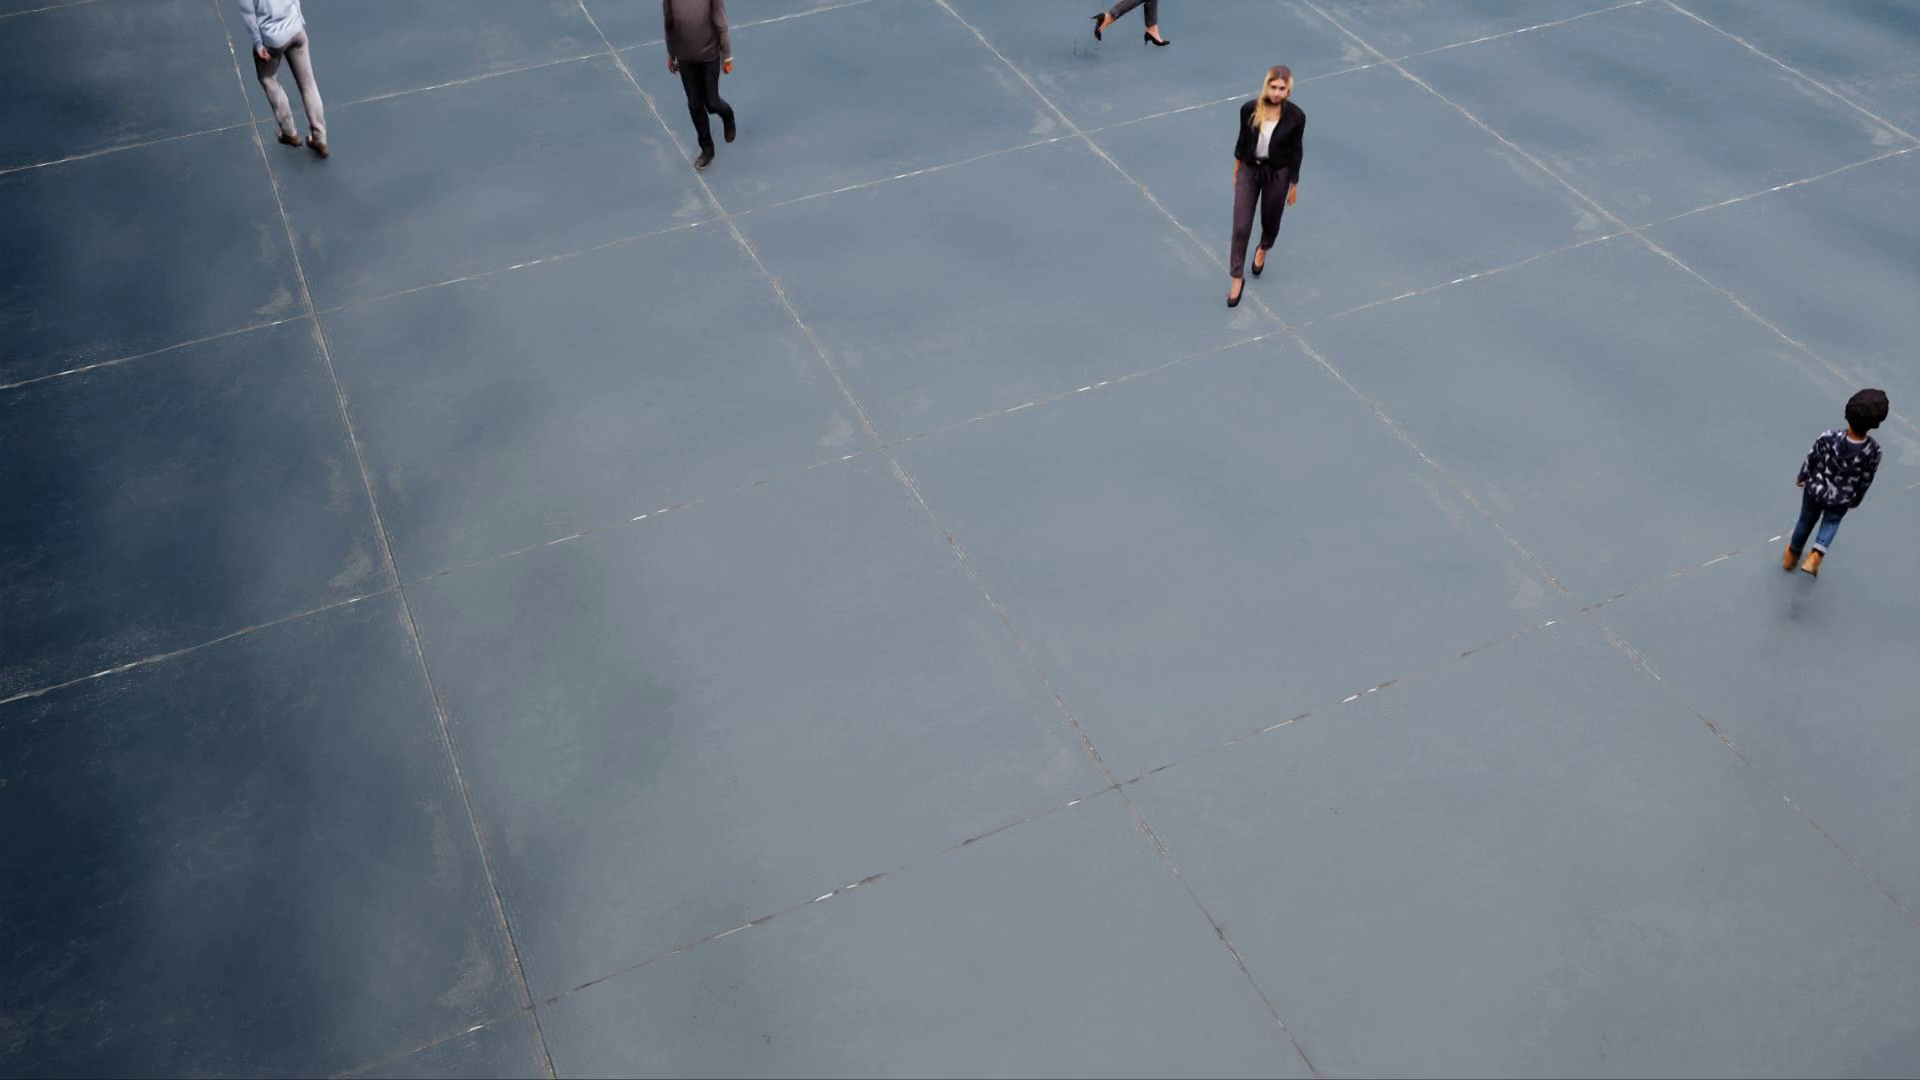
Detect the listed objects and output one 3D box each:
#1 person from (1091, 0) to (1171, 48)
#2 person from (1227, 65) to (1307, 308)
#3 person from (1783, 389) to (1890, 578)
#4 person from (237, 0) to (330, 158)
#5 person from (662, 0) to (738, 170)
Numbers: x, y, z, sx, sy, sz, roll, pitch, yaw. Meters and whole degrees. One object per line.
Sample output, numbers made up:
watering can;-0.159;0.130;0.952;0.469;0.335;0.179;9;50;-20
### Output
person;1.497;-4.876;13.860;0.861;1.701;0.974;-7;43;-8
person;2.071;-2.437;11.219;0.917;1.641;0.990;12;44;13
person;4.787;-0.279;9.139;0.646;1.243;0.700;20;46;20
person;-5.058;-3.747;12.489;0.759;1.874;0.814;-29;50;-28
person;-1.929;-3.682;12.506;0.955;1.754;0.887;-13;44;-14
